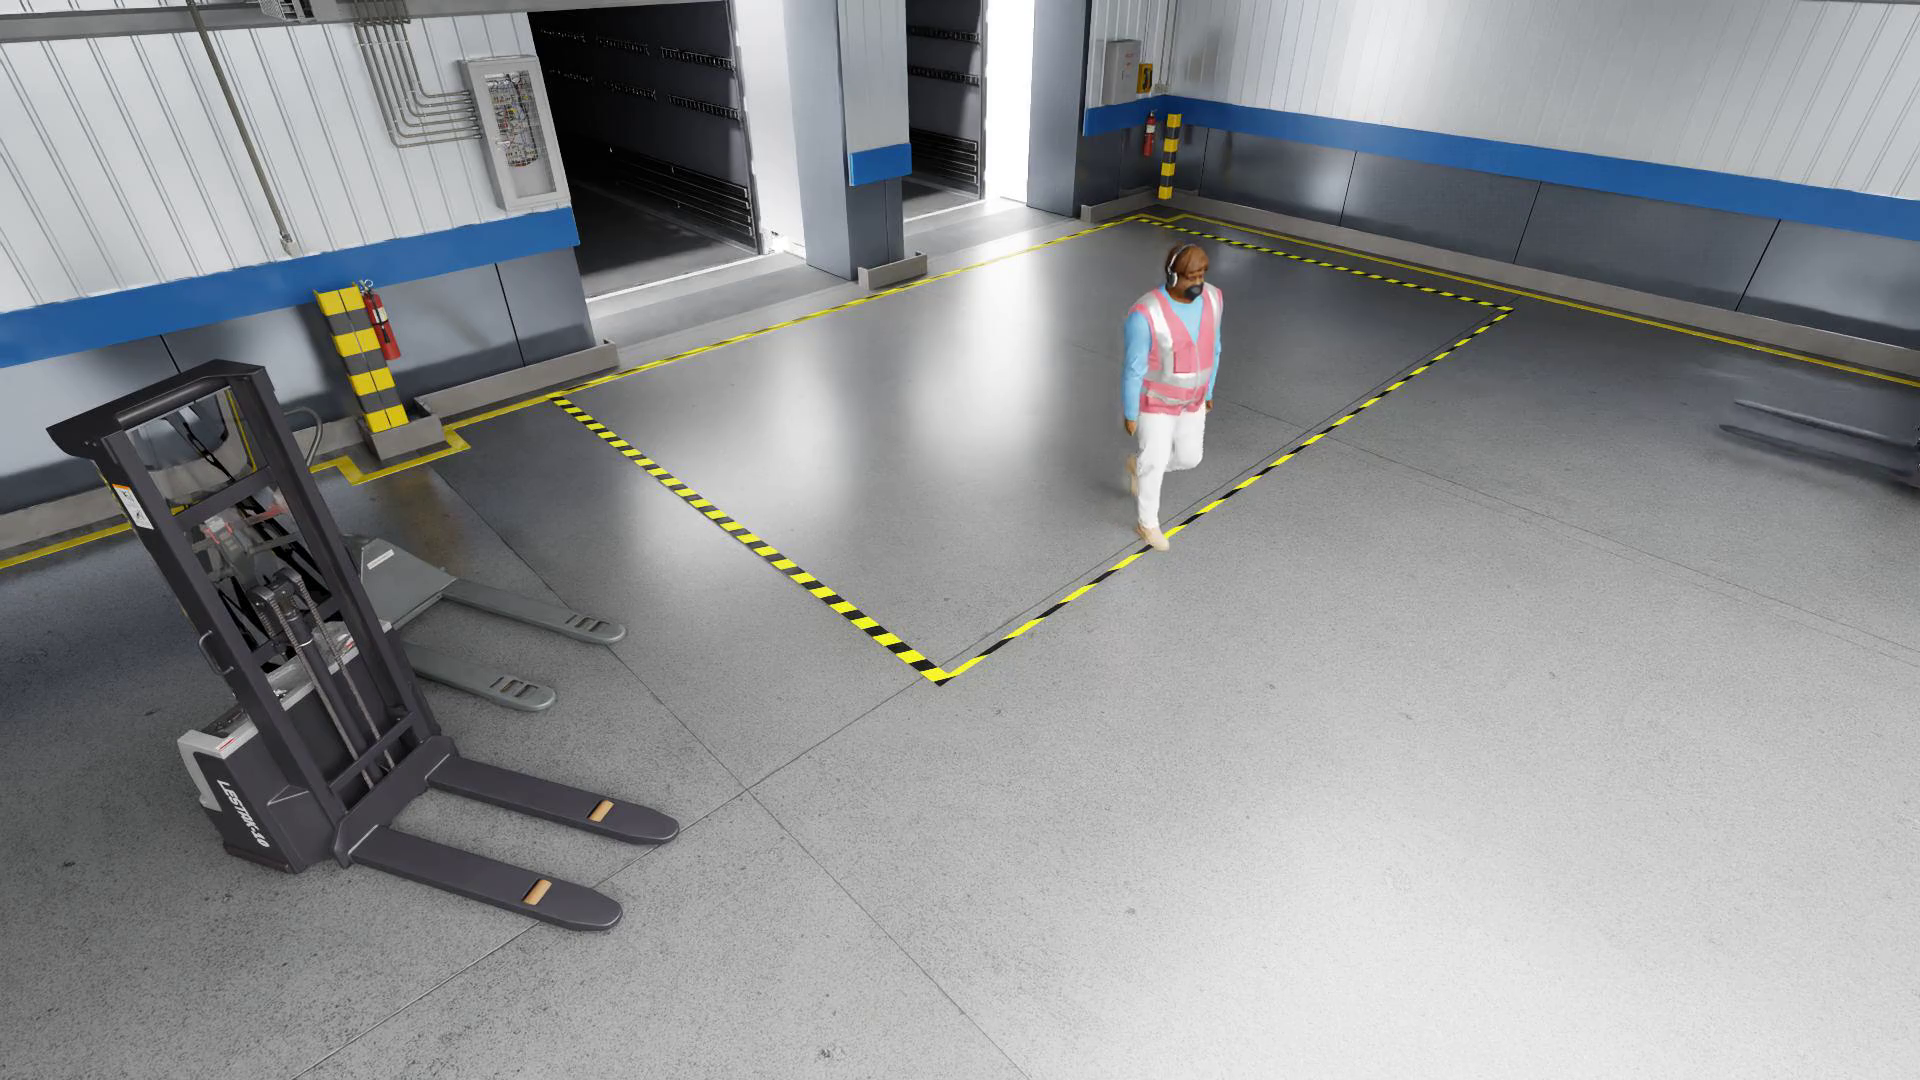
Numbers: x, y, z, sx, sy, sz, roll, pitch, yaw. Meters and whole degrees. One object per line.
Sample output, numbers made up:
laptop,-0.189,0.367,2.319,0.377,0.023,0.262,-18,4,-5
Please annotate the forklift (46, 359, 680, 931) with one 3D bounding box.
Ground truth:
forklift,-2.135,0.422,3.354,1.885,1.965,0.823,10,35,14

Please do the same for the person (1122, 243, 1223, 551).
person,1.180,-0.845,5.372,0.635,1.822,0.639,-16,38,-23

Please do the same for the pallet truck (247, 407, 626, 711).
pallet truck,-2.628,0.038,4.590,1.601,1.201,0.680,12,36,18
